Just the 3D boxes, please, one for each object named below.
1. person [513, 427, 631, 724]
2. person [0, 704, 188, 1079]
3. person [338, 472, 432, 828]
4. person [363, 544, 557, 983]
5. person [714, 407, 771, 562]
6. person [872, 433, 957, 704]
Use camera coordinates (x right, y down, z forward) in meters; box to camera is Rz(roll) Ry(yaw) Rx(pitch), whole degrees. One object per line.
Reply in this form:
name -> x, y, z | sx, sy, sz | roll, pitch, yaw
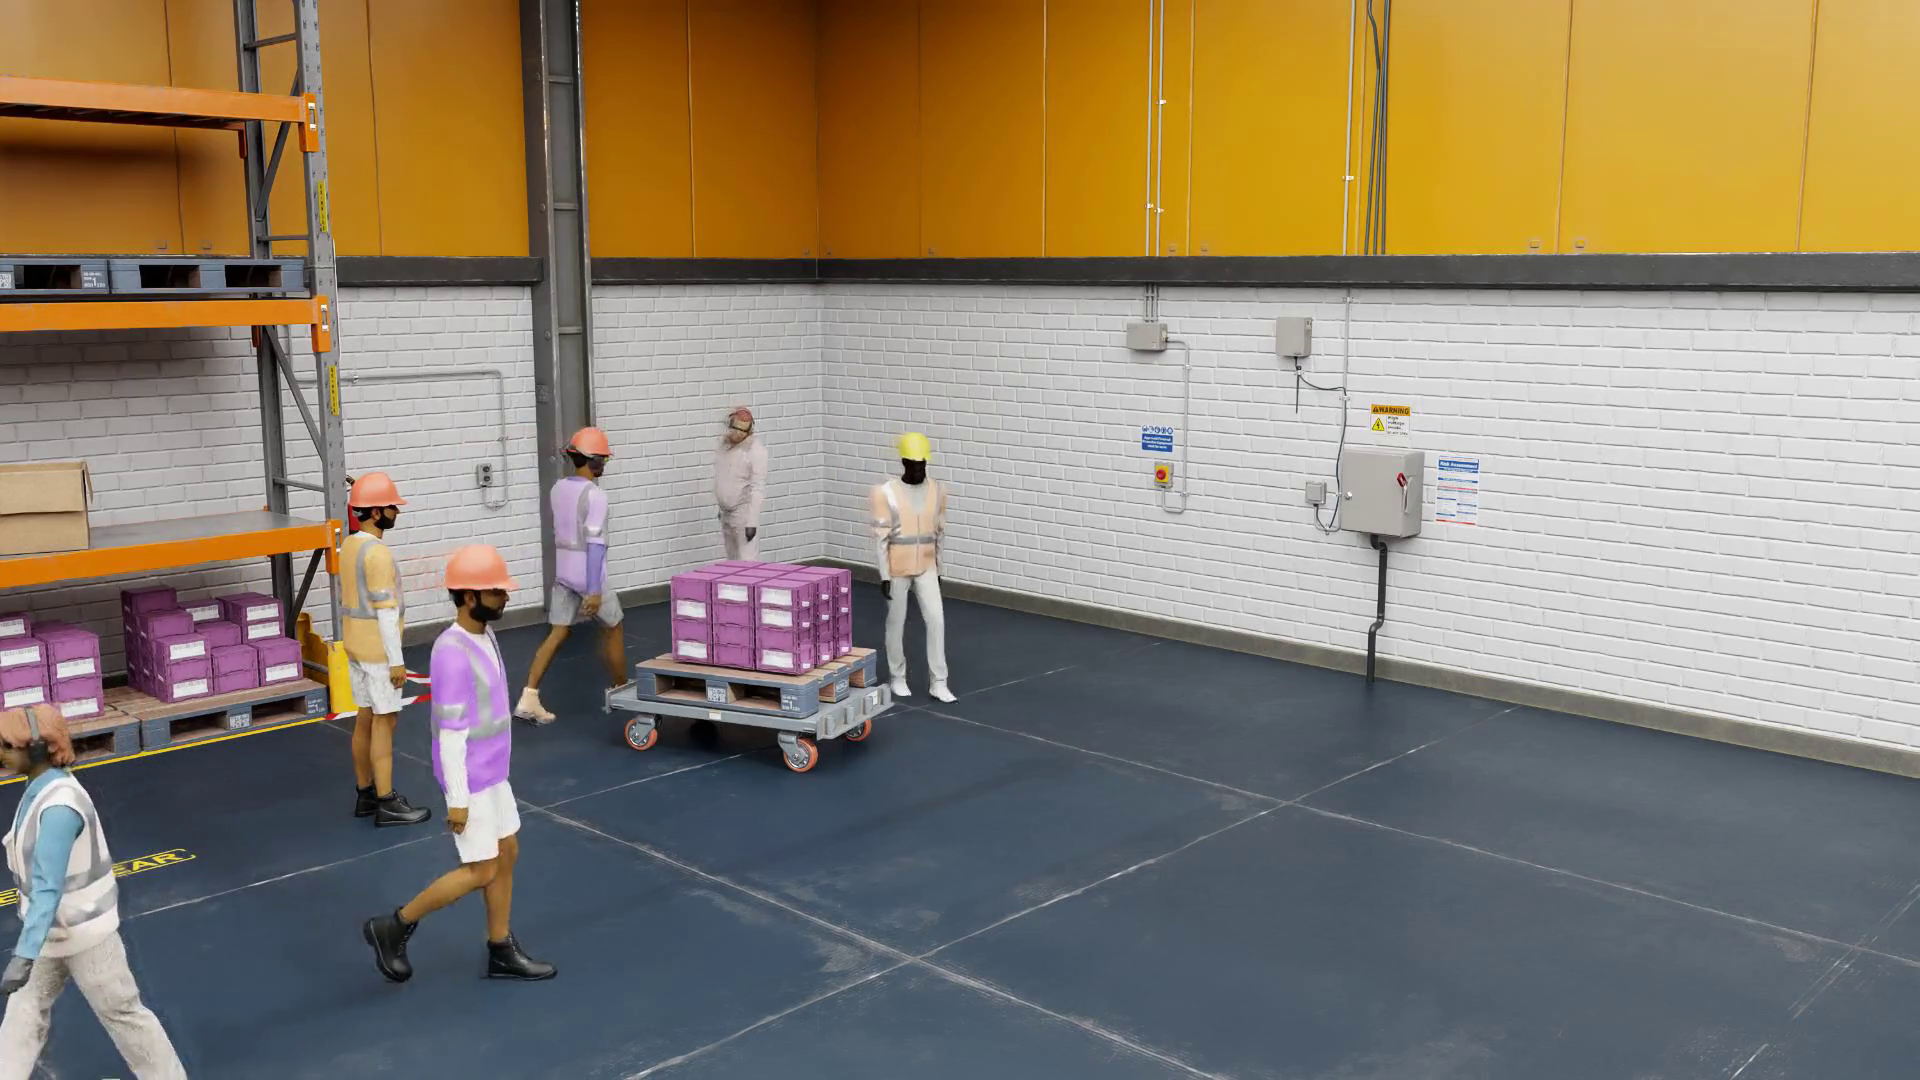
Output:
person -> -2.573, 0.236, 11.168 | 0.615, 1.988, 1.072 | 8, 12, 40
person -> -3.060, 1.338, 5.599 | 0.880, 1.590, 0.515 | -8, 12, -40
person -> -3.173, 0.593, 9.098 | 0.370, 1.939, 0.543 | -8, 12, -39
person -> -2.101, 0.963, 6.926 | 0.671, 1.921, 0.550 | -1, 9, -3
person -> -1.951, -0.226, 14.355 | 0.399, 1.873, 0.788 | -8, 12, -40
person -> -0.304, 0.208, 11.592 | 0.593, 1.897, 0.821 | -4, 10, -24
